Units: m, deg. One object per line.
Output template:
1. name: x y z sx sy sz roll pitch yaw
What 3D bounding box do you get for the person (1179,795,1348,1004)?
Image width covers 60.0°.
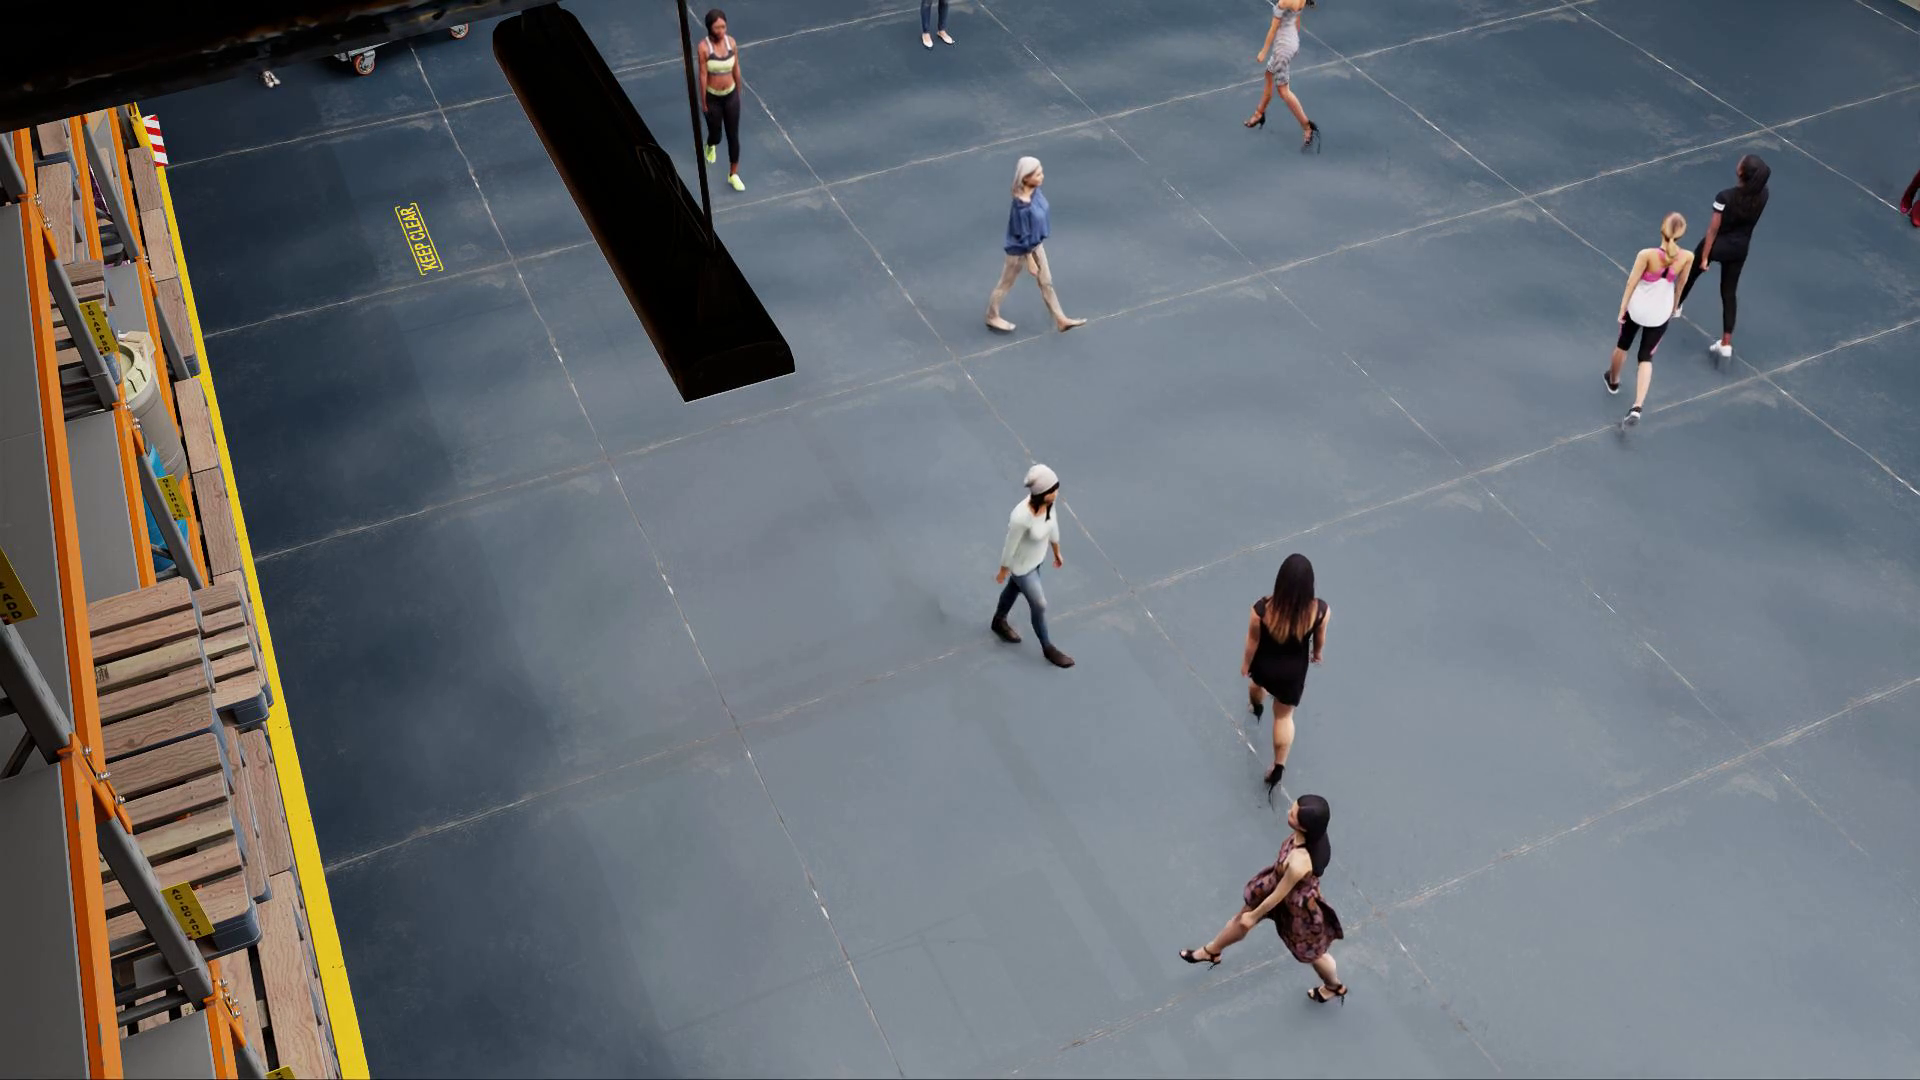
1. person: 1.872 2.015 8.966 1.158 1.708 1.152 11 45 12

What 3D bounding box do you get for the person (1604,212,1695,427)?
1. person: 5.312 -1.681 12.805 1.009 1.763 1.184 5 44 6

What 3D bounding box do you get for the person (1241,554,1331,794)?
1. person: 1.978 0.839 10.225 0.980 1.673 1.168 2 44 2

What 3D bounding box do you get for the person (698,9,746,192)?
1. person: -2.237 -4.099 15.360 0.551 1.741 0.848 -18 47 -18

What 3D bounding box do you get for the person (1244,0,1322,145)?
1. person: 3.157 -4.603 15.854 1.142 1.789 0.950 24 49 23

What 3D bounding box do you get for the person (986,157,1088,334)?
1. person: 0.437 -2.377 13.614 1.137 1.656 1.083 14 45 14

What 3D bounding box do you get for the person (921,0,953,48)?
1. person: -0.236 -6.027 17.394 0.580 1.726 0.516 -16 46 -16

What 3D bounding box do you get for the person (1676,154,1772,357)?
1. person: 6.255 -2.288 13.500 0.934 1.684 1.276 -2 44 -2

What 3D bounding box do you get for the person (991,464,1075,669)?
1. person: 0.378 0.108 11.035 1.026 1.616 0.876 27 50 25
